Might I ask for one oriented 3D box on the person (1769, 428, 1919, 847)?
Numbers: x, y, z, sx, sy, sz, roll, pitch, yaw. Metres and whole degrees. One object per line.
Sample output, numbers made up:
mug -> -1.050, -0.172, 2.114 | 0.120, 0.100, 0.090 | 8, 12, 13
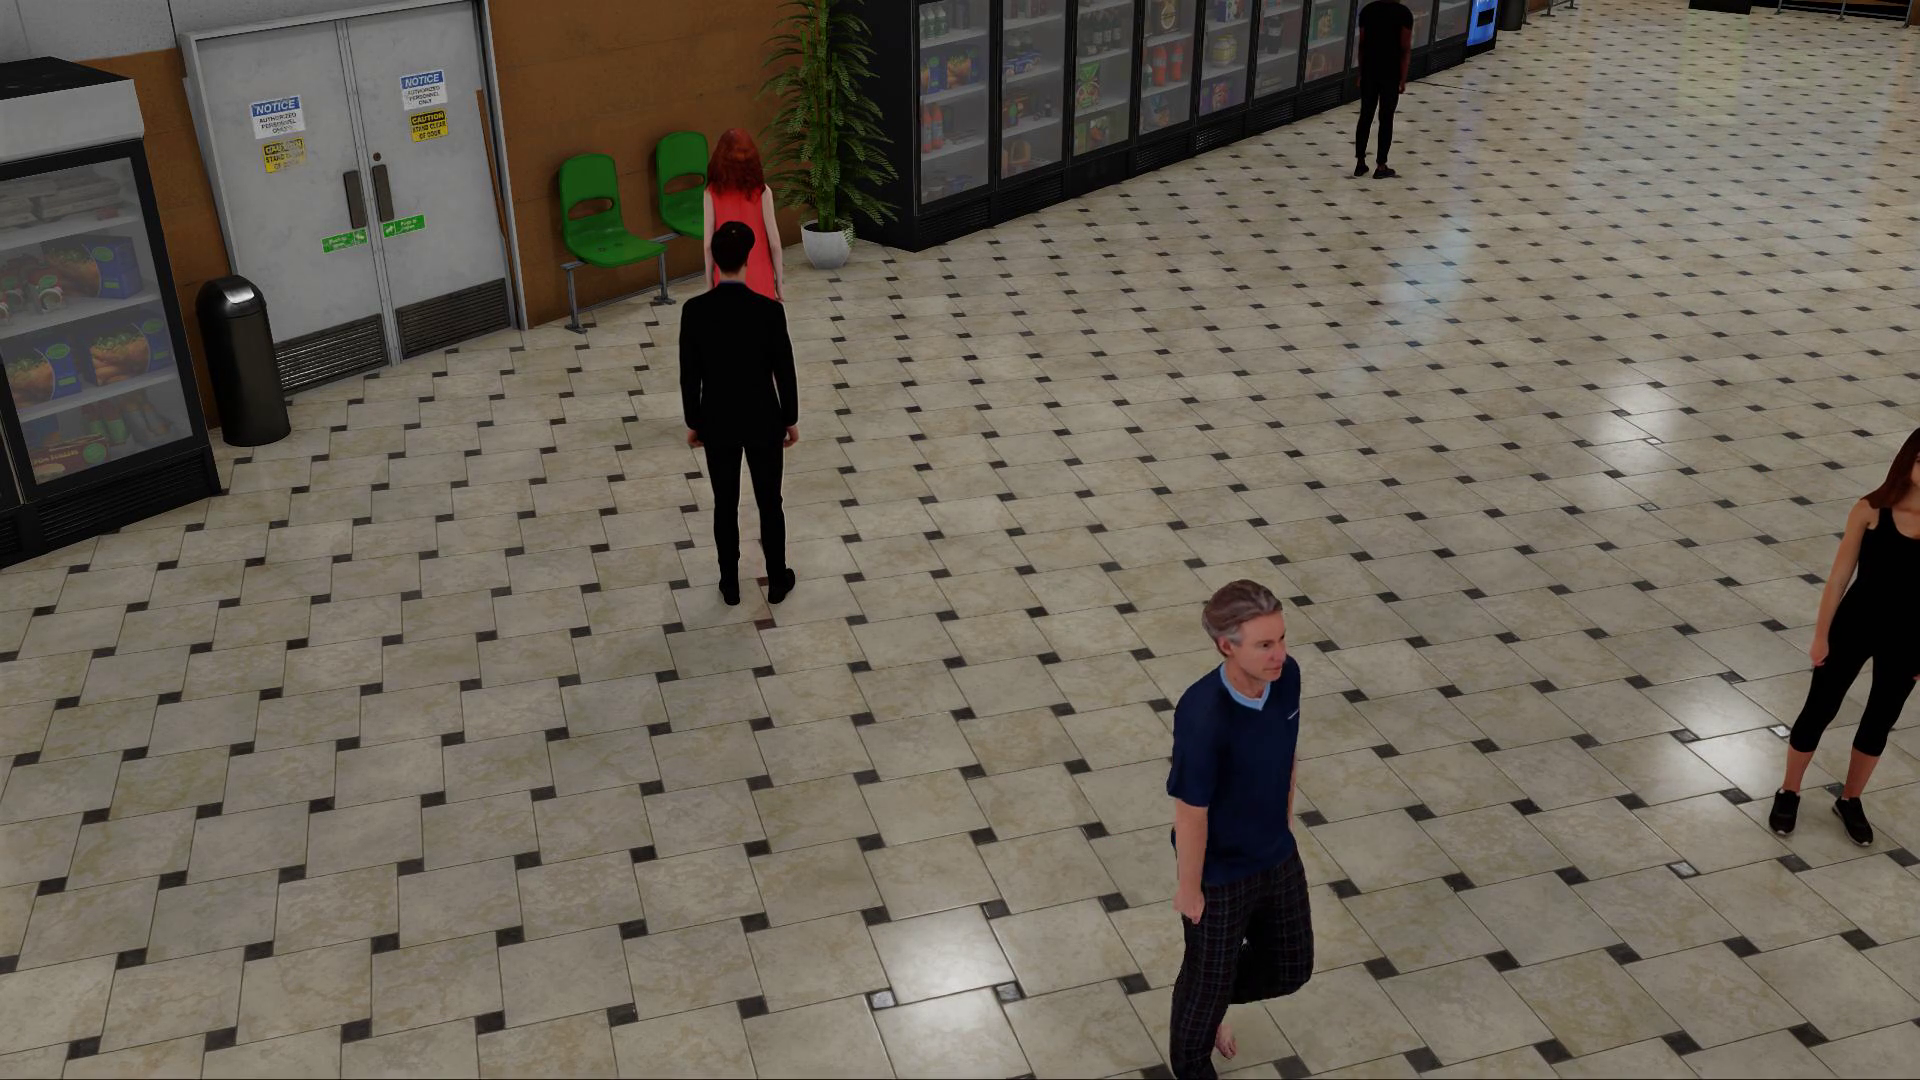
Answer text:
person -> 3.445, 0.359, 6.247 | 0.587, 1.725, 0.708 | 7, 28, 13

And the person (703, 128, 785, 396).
person -> -1.279, -1.513, 9.827 | 0.657, 1.826, 0.739 | 0, 27, 0

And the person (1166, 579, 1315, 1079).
person -> 0.754, 0.914, 5.010 | 0.735, 1.854, 0.753 | -21, 34, -35

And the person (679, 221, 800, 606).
person -> -1.043, -0.574, 7.905 | 0.767, 1.890, 0.841 | -1, 27, -2

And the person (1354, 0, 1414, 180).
person -> 3.853, -4.246, 15.225 | 0.484, 1.819, 0.717 | 20, 33, 34
